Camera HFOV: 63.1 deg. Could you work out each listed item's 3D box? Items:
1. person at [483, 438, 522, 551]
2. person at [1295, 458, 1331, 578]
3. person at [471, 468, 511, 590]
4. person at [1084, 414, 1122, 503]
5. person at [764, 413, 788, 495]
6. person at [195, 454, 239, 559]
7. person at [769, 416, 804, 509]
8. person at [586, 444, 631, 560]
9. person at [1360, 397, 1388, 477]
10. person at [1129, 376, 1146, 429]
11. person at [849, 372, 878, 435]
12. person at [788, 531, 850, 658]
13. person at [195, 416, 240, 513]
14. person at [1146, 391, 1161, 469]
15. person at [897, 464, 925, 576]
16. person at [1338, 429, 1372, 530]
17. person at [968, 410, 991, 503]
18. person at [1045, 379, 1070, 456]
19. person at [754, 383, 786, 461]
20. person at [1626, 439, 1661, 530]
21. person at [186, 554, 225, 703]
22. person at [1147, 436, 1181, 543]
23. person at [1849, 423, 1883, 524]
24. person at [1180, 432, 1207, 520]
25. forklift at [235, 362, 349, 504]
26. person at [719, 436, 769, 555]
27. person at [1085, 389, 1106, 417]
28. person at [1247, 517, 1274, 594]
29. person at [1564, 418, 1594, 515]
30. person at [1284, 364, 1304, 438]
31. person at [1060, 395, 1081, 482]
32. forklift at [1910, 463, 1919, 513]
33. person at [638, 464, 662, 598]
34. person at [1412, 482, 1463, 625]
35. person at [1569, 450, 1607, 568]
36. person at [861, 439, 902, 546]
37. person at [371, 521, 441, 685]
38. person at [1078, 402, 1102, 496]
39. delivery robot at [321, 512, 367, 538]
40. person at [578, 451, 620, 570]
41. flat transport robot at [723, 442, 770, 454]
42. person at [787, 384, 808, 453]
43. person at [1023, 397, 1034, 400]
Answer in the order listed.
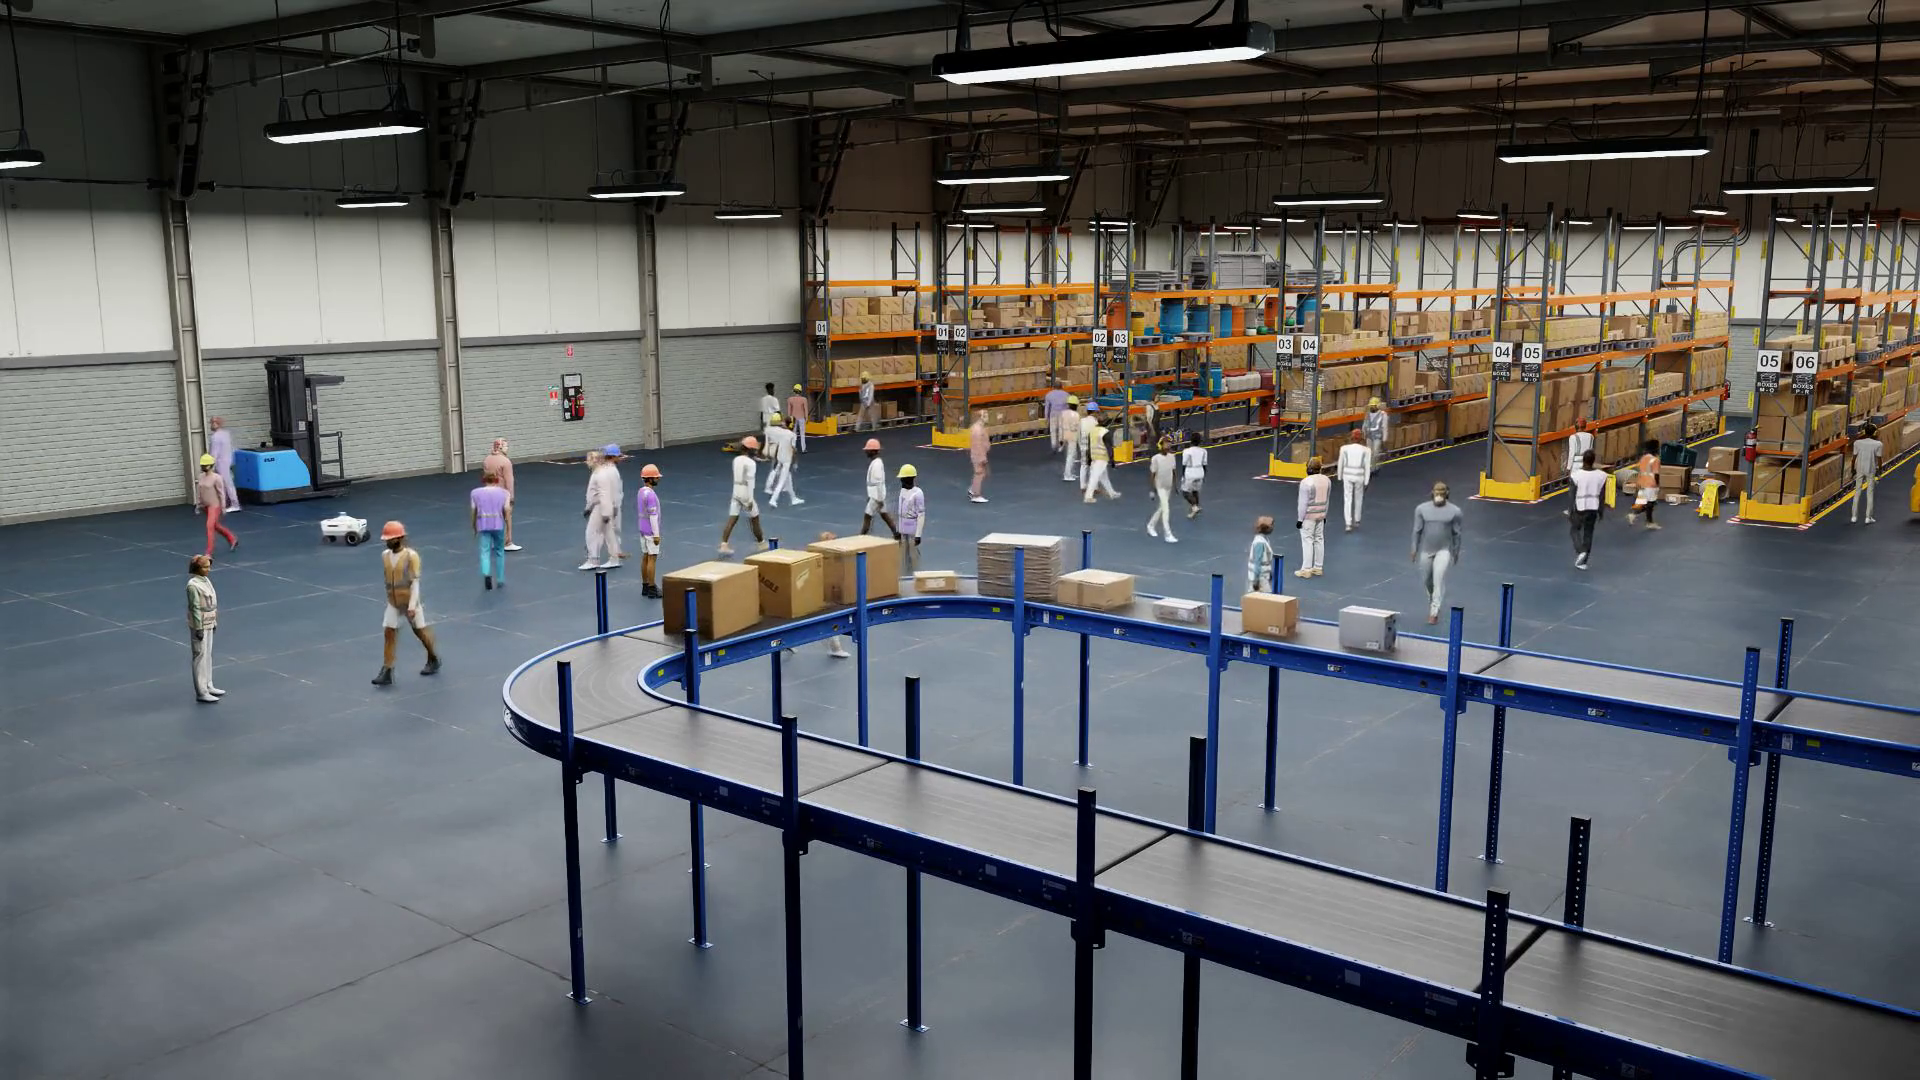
[{"bbox_3d":[-7.742,-0.772,26.460,0.642,1.905,0.401,8,13,38],"label":"person"},{"bbox_3d":[5.445,-0.350,24.248,0.636,1.842,0.429,-7,12,-36],"label":"person"},{"bbox_3d":[-6.951,-0.149,23.196,0.579,1.820,0.751,-2,10,-13],"label":"person"},{"bbox_3d":[2.899,-1.651,31.711,0.979,1.791,0.645,-5,11,-26],"label":"person"},{"bbox_3d":[-3.908,-1.829,32.971,0.482,1.700,0.919,7,12,33],"label":"person"},{"bbox_3d":[-12.291,-0.577,25.821,0.520,1.737,0.825,5,11,28],"label":"person"},{"bbox_3d":[-3.516,-1.554,31.136,0.581,1.816,0.972,10,14,44],"label":"person"},{"bbox_3d":[-5.733,-0.597,25.421,0.675,1.930,0.616,-5,11,-27],"label":"person"},{"bbox_3d":[9.348,-2.325,35.434,0.493,1.813,0.620,-9,14,-42],"label":"person"},{"bbox_3d":[5.101,-3.936,45.088,0.673,1.614,0.503,-8,13,-39],"label":"person"},{"bbox_3d":[-2.687,-3.828,44.003,0.951,1.770,0.602,-10,14,-43],"label":"person"},{"bbox_3d":[-1.763,0.668,19.175,0.750,1.604,0.584,-2,10,-12],"label":"person"},{"bbox_3d":[-14.506,-1.461,30.414,0.932,1.863,0.674,-2,10,-9],"label":"person"},{"bbox_3d":[4.594,-2.588,36.857,0.422,1.840,0.526,7,12,35],"label":"person"},{"bbox_3d":[-0.740,-0.150,22.882,0.366,1.926,0.593,-6,12,-32],"label":"person"},{"bbox_3d":[7.189,-1.110,28.561,0.593,1.831,0.985,3,11,18],"label":"person"},{"bbox_3d":[0.430,-1.698,31.732,0.411,1.888,0.659,1,10,6],"label":"person"},{"bbox_3d":[2.463,-3.087,39.420,0.638,1.936,0.435,0,10,-2],"label":"person"},{"bbox_3d":[-4.682,-2.903,38.444,1.006,1.910,0.684,-7,12,-35],"label":"person"},{"bbox_3d":[12.455,-1.006,28.376,0.628,1.682,0.542,0,10,0],"label":"person"},{"bbox_3d":[-8.418,0.969,17.400,0.310,1.639,0.514,-2,10,-11],"label":"person"},{"bbox_3d":[3.555,-0.921,27.473,0.514,1.841,0.901,-7,12,-34],"label":"person"},{"bbox_3d":[16.943,-1.250,29.251,0.538,1.864,0.313,8,13,40],"label":"person"},{"bbox_3d":[4.422,-1.196,29.452,0.543,1.679,0.431,-4,11,-23],"label":"person"},{"bbox_3d":[-13.803,-2.244,32.110,1.129,2.768,1.873,8,13,37],"label":"forklift"},{"bbox_3d":[-3.594,-0.729,26.036,1.022,1.990,0.642,-10,14,-43],"label":"person"},{"bbox_3d":[3.519,-3.143,40.679,0.509,1.588,0.844,5,11,25],"label":"person"},{"bbox_3d":[3.968,0.497,20.131,0.805,1.601,0.535,2,10,13],"label":"person"},{"bbox_3d":[11.925,-1.418,30.144,0.581,1.882,0.339,-4,11,-24],"label":"person"},{"bbox_3d":[9.388,-3.869,43.618,0.712,2.000,0.585,4,11,23],"label":"person"},{"bbox_3d":[2.552,-2.262,34.813,0.636,1.905,0.606,-6,11,-29],"label":"person"},{"bbox_3d":[19.034,-1.348,28.998,2.313,2.155,1.214,8,13,37],"label":"forklift"},{"bbox_3d":[-4.490,-0.137,22.780,0.360,1.939,0.543,-6,12,-29],"label":"person"},{"bbox_3d":[6.514,0.134,21.351,0.635,1.917,0.893,5,11,26],"label":"person"},{"bbox_3d":[9.947,-0.484,24.834,0.593,1.903,0.477,1,10,3],"label":"person"},{"bbox_3d":[-1.398,-0.767,26.477,0.998,1.896,0.559,0,10,-1],"label":"person"},{"bbox_3d":[-6.477,0.702,18.220,0.550,1.895,0.962,4,11,19],"label":"person"},{"bbox_3d":[2.734,-1.910,32.737,0.401,1.942,0.610,-10,14,-43],"label":"person"},{"bbox_3d":[-10.675,-0.239,27.103,0.707,0.478,0.477,0,10,2],"label":"delivery robot"},{"bbox_3d":[-5.788,-0.461,24.777,0.787,1.876,0.650,-2,10,-9],"label":"person"},{"bbox_3d":[-5.364,-2.375,40.186,1.431,0.197,0.652,8,13,37],"label":"flat transport robot"},{"bbox_3d":[-4.130,-3.091,39.891,0.533,1.767,0.312,0,10,3],"label":"person"},{"bbox_3d":[2.066,-4.362,46.569,0.368,1.933,0.552,-5,11,-28],"label":"person"}]
